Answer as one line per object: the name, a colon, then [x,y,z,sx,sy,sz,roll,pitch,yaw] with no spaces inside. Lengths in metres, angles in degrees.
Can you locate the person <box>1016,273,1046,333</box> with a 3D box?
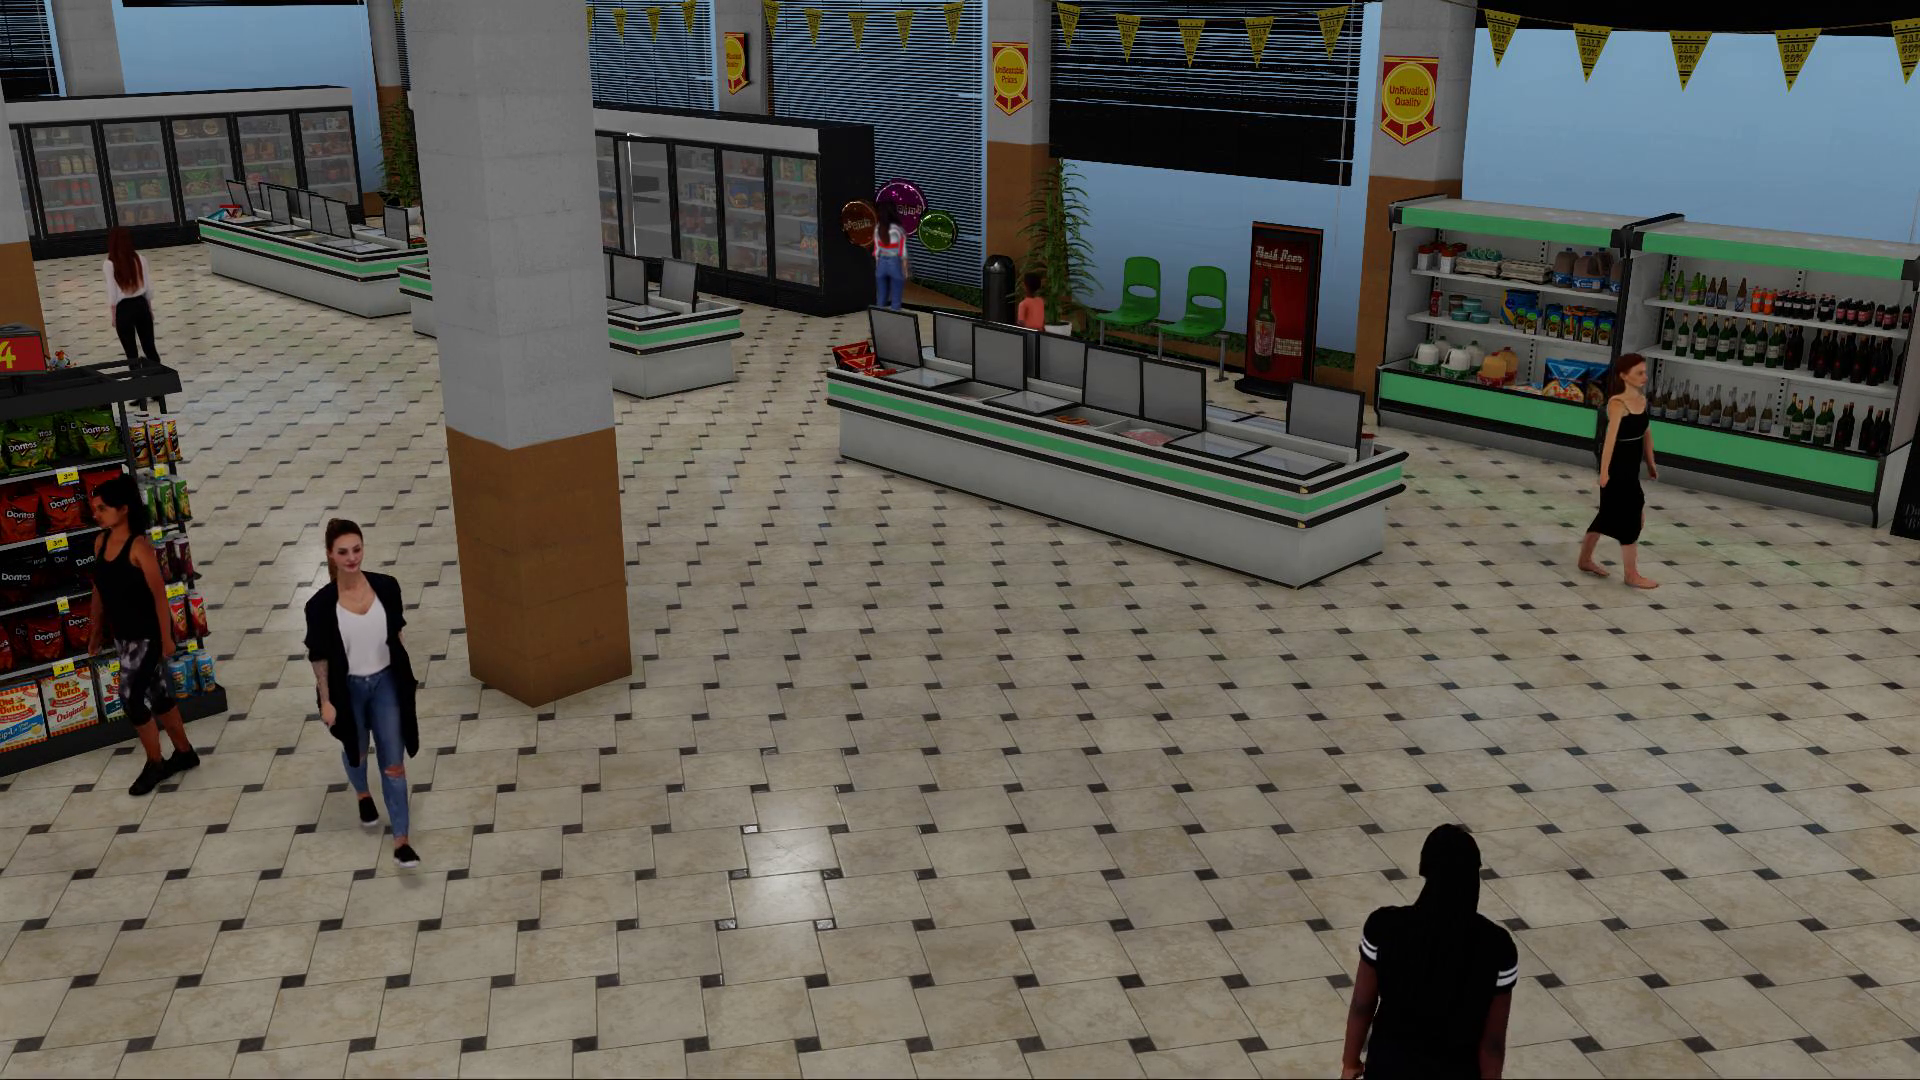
person: [0.744,-1.946,16.280,0.651,1.299,0.498,18,25,42]

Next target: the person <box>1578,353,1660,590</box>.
person: [4.491,-0.508,11.536,0.842,1.606,0.570,16,25,40]

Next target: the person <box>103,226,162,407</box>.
person: [-8.090,-2.184,16.265,0.553,1.759,0.634,12,22,32]

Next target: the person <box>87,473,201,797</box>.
person: [-4.175,0.451,8.616,0.661,1.654,0.703,12,22,32]

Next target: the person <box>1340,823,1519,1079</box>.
person: [1.355,1.685,4.904,1.218,1.686,1.076,5,19,15]

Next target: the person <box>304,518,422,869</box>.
person: [-2.858,0.704,7.902,0.818,1.630,1.178,-11,22,-29]

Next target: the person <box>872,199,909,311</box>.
person: [-0.811,-3.152,19.362,0.563,1.615,0.712,9,21,25]
